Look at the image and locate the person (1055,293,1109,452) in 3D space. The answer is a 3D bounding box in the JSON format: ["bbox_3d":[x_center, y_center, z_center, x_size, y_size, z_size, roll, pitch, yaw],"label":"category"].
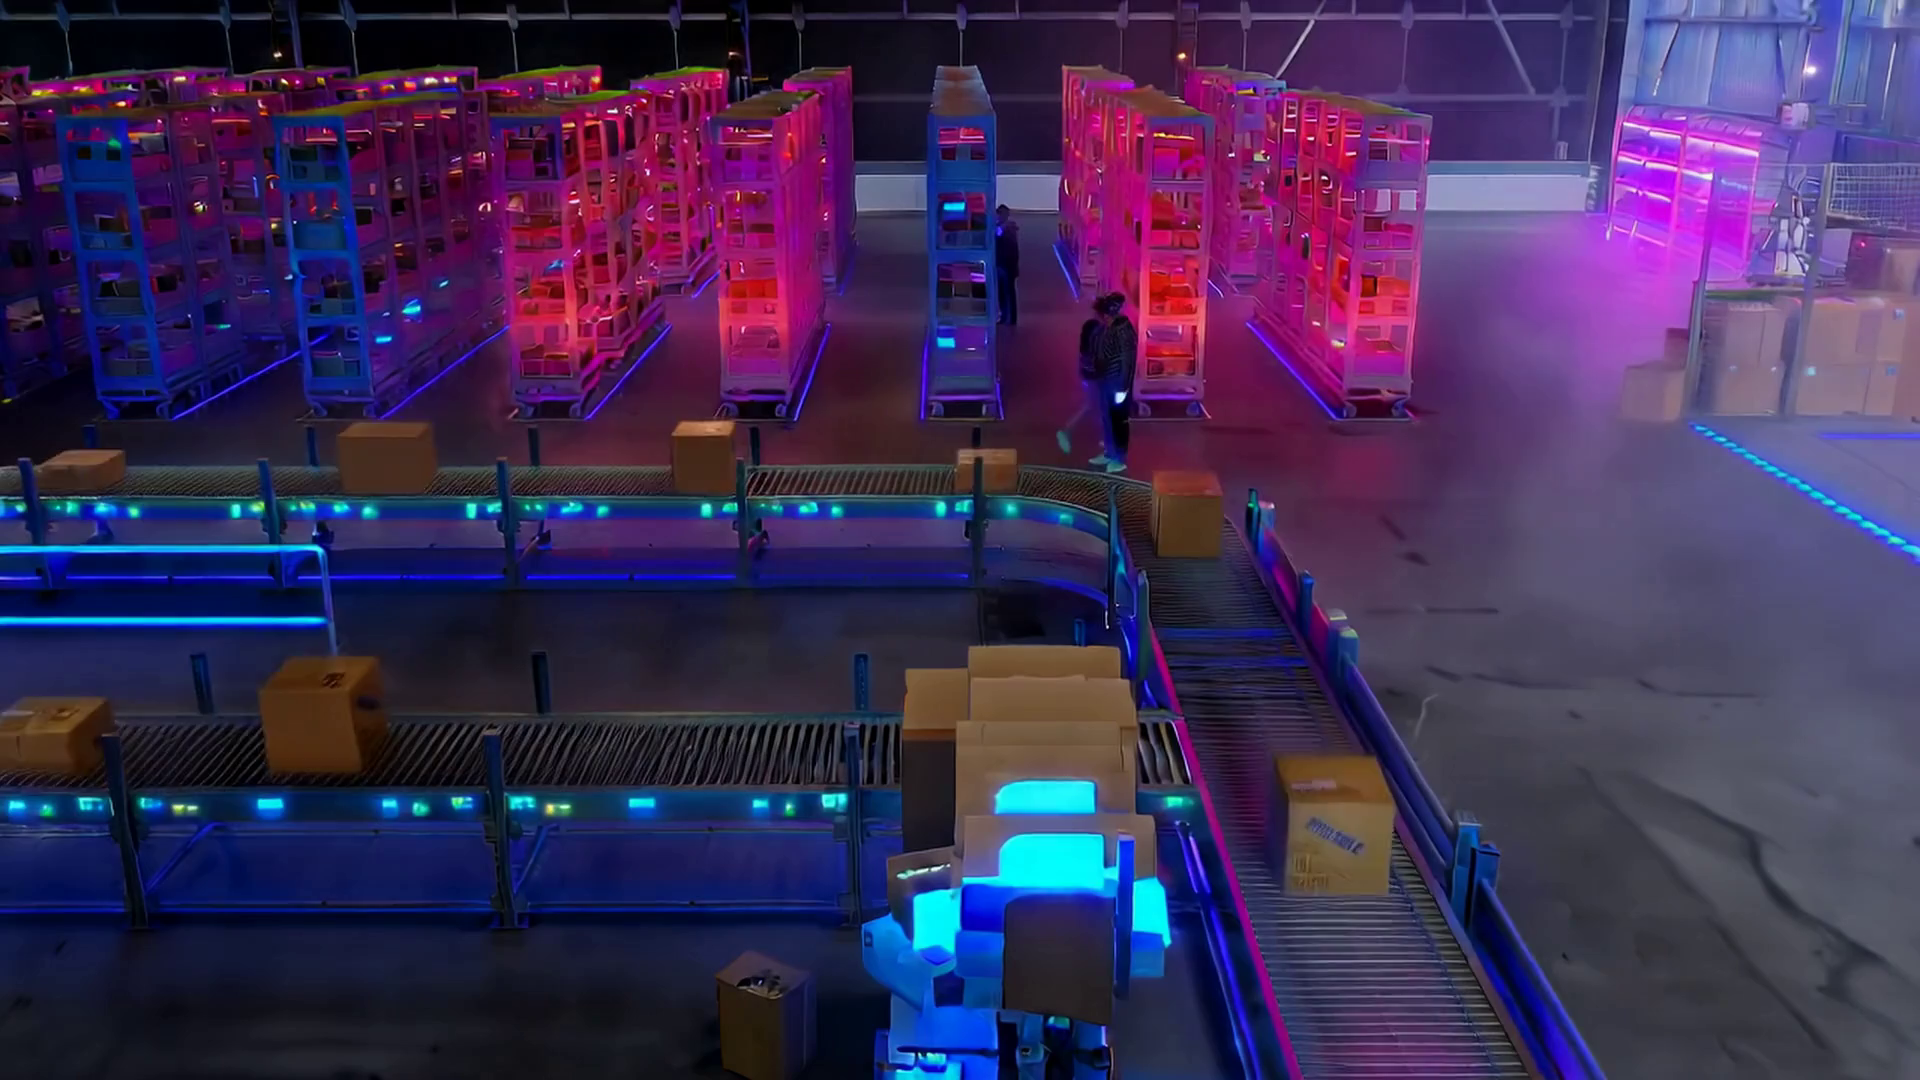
[{"bbox_3d":[1.452,-1.841,18.411,0.773,1.800,0.614,-4,18,-12],"label":"person"}]

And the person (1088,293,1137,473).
[{"bbox_3d":[1.616,-1.679,17.727,0.409,1.907,0.651,-5,19,-16],"label":"person"}]

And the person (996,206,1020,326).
[{"bbox_3d":[0.674,-4.263,25.814,0.573,1.831,0.405,11,21,29],"label":"person"}]
